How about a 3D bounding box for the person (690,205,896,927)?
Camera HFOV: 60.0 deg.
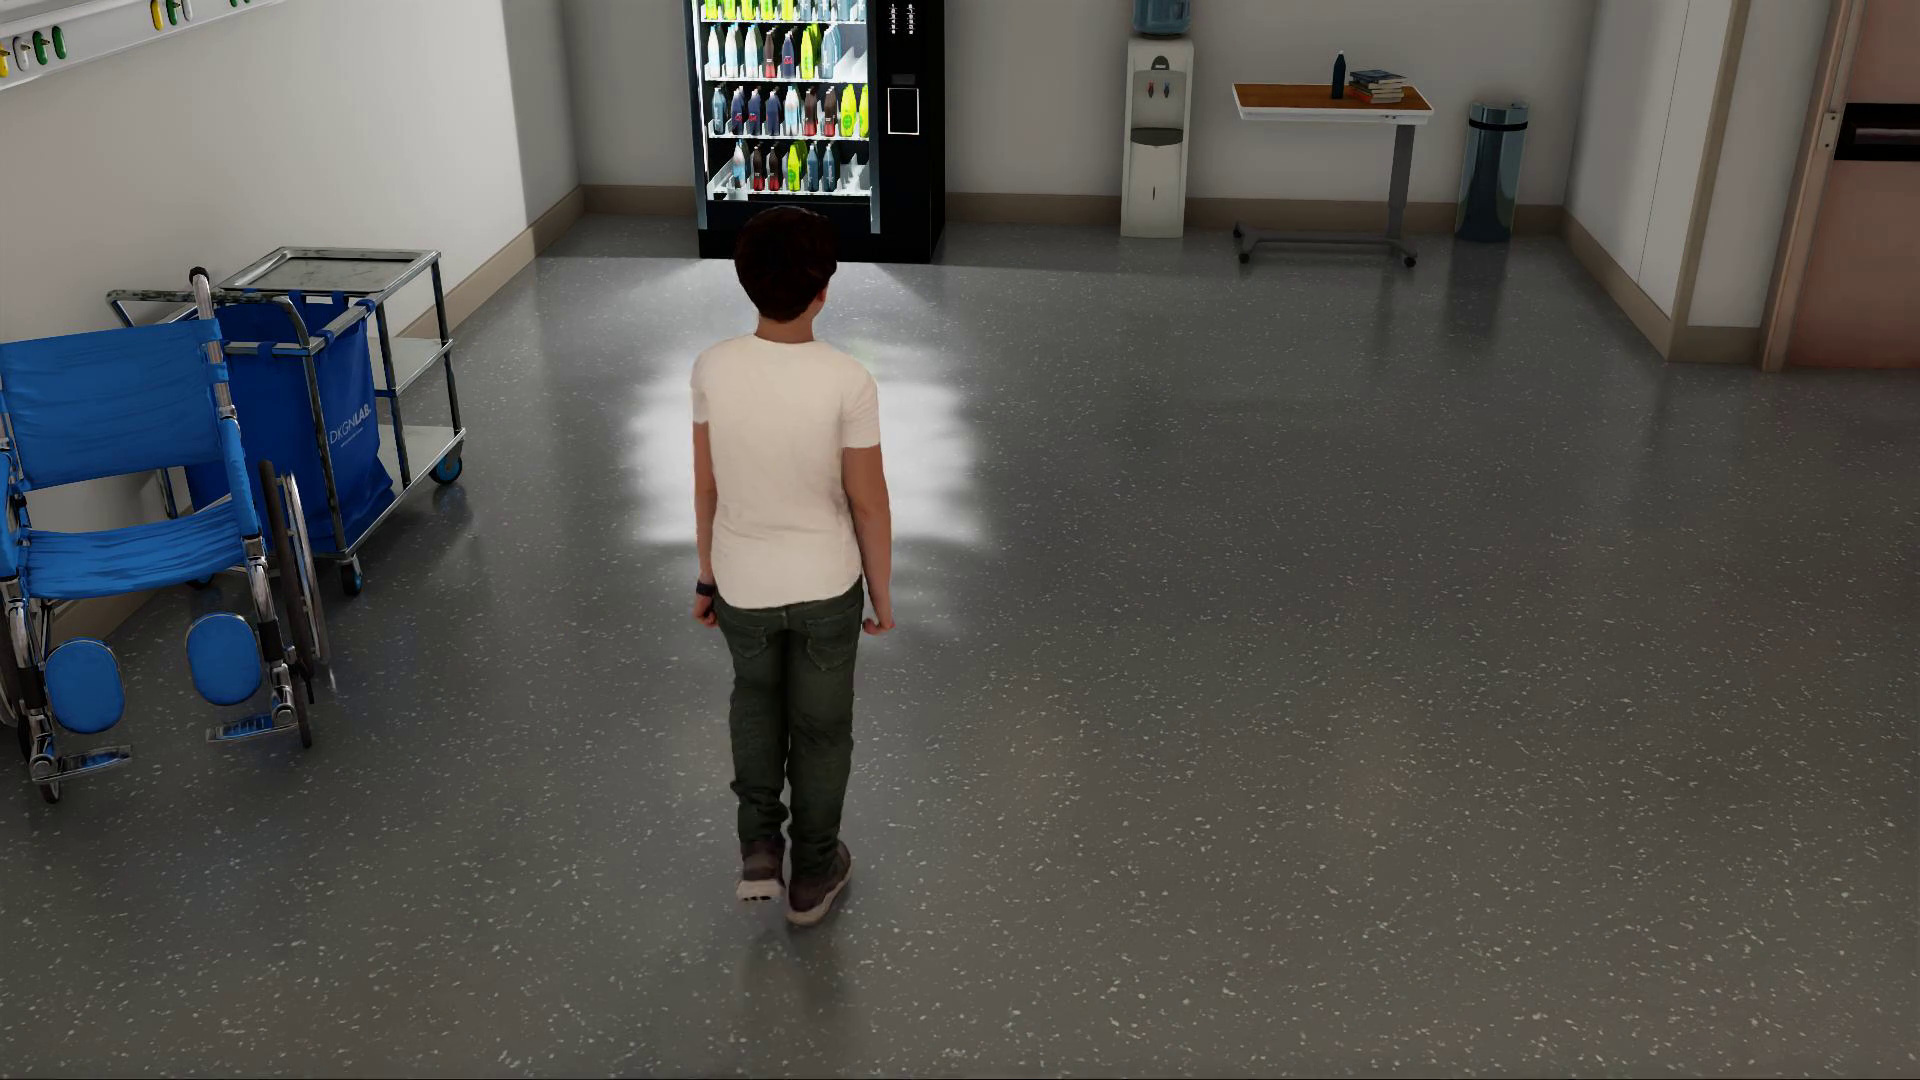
[{"bbox_3d":[-0.382,0.142,3.474,0.647,1.643,0.679,5,26,10],"label":"person"}]
